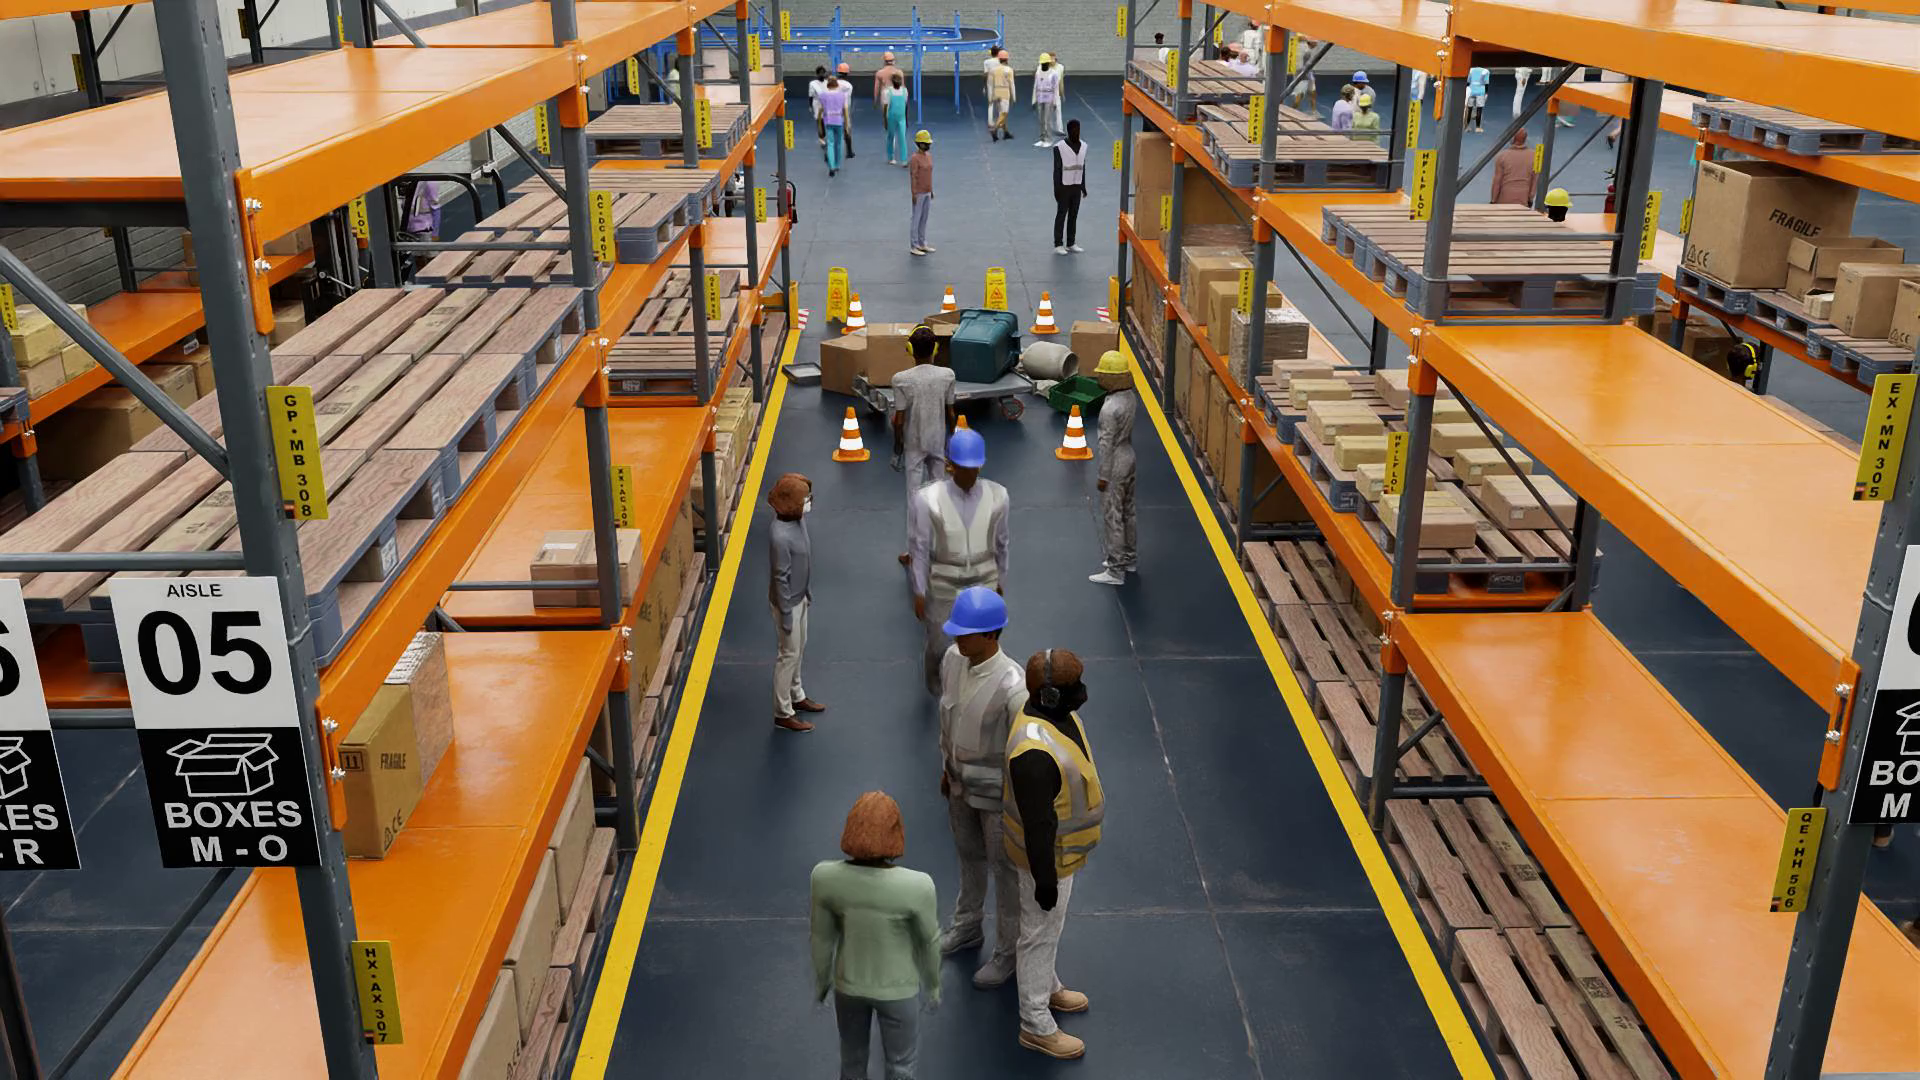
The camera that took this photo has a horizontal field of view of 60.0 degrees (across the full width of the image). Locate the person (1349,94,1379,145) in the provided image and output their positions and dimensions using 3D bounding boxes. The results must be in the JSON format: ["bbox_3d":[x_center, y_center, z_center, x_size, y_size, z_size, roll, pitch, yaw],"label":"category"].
[{"bbox_3d":[7.069,-6.950,29.154,0.530,1.744,0.707,7,22,19],"label":"person"}]

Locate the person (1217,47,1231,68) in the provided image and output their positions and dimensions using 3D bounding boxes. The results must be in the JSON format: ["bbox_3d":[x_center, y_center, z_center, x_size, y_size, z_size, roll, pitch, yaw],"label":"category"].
[{"bbox_3d":[5.764,-9.915,36.755,0.411,1.906,0.600,-7,22,-18],"label":"person"}]

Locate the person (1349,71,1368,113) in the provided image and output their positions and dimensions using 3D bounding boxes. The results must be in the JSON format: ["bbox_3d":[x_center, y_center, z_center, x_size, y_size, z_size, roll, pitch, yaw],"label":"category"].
[{"bbox_3d":[7.275,-7.644,30.687,0.402,1.949,0.605,8,22,21],"label":"person"}]

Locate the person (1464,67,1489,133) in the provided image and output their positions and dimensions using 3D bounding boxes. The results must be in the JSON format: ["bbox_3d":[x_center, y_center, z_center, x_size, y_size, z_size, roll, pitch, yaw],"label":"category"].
[{"bbox_3d":[11.565,-9.980,37.210,0.540,1.696,0.317,17,27,38],"label":"person"}]

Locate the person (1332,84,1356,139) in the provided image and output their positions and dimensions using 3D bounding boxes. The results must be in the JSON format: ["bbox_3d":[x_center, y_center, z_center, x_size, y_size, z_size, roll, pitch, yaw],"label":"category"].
[{"bbox_3d":[6.550,-6.833,28.558,0.354,1.936,0.635,-2,21,-5],"label":"person"}]

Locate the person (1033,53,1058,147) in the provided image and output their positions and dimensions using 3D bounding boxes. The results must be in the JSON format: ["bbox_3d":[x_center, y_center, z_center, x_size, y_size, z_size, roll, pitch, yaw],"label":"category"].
[{"bbox_3d":[1.782,-9.241,34.943,0.595,1.925,0.383,19,28,40],"label":"person"}]

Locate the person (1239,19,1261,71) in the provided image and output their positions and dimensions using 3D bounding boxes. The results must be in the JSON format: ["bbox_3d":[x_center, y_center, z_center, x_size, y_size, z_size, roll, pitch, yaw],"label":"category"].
[{"bbox_3d":[7.835,-13.097,45.054,0.752,1.985,0.908,18,27,39],"label":"person"}]

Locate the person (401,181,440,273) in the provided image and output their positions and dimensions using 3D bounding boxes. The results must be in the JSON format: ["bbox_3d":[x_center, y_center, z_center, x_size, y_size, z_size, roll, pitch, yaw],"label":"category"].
[{"bbox_3d":[-6.648,-3.832,20.478,0.605,2.045,0.378,12,24,30],"label":"person"}]

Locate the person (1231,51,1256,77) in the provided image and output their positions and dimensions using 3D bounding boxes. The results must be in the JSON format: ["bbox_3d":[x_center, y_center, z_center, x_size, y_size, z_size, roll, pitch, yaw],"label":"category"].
[{"bbox_3d":[6.057,-9.487,35.628,0.637,1.901,0.403,12,24,28],"label":"person"}]

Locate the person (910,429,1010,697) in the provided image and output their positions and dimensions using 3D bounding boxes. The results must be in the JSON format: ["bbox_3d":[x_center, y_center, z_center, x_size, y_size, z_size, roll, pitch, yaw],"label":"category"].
[{"bbox_3d":[-0.007,0.234,9.903,0.616,1.927,0.815,-4,21,-11],"label":"person"}]

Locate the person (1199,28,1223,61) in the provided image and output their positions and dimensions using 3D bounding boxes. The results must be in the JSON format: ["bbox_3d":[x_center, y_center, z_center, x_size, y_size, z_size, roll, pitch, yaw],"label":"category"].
[{"bbox_3d":[6.971,-13.463,45.939,0.689,2.000,0.538,13,24,31],"label":"person"}]

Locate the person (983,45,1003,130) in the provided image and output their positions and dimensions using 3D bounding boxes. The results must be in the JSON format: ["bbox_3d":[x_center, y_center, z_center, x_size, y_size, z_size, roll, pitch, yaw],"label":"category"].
[{"bbox_3d":[0.781,-10.258,37.708,0.532,1.868,0.310,-2,21,-5],"label":"person"}]

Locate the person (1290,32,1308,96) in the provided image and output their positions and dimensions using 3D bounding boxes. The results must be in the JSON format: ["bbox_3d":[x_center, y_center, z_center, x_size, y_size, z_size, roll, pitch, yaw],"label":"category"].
[{"bbox_3d":[9.111,-12.828,44.696,0.345,1.727,0.500,-10,23,-25],"label":"person"}]

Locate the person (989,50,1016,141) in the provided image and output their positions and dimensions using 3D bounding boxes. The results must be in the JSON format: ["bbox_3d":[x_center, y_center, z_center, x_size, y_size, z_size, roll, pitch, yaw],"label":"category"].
[{"bbox_3d":[0.868,-9.562,35.845,0.589,1.894,0.869,15,26,35],"label":"person"}]

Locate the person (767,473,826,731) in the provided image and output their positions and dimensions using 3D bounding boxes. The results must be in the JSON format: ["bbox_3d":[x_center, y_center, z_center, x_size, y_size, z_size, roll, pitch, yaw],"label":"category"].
[{"bbox_3d":[-0.996,0.367,9.966,0.294,1.623,0.507,2,21,6],"label":"person"}]

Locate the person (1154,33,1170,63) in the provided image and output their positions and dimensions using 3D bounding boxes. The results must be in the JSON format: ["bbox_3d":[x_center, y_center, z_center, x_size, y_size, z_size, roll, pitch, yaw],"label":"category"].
[{"bbox_3d":[4.789,-11.305,40.370,0.619,1.952,0.397,-6,22,-16],"label":"person"}]

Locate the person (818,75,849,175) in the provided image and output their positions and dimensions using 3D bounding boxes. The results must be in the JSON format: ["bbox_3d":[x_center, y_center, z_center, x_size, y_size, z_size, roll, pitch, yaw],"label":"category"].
[{"bbox_3d":[-2.387,-7.815,31.337,0.573,1.814,0.937,-2,21,-5],"label":"person"}]

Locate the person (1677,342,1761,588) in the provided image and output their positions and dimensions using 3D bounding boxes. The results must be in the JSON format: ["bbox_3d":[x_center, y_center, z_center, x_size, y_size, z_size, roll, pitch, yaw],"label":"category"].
[{"bbox_3d":[5.483,-0.504,11.923,0.319,1.870,0.532,-11,23,-26],"label":"person"}]

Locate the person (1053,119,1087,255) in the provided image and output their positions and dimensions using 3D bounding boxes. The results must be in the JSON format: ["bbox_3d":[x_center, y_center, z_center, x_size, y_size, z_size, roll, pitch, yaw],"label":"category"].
[{"bbox_3d":[1.578,-5.111,24.037,0.597,1.915,0.371,-16,26,-36],"label":"person"}]

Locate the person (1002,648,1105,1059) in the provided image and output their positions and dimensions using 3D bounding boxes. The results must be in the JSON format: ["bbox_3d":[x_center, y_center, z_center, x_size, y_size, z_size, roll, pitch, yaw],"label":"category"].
[{"bbox_3d":[0.401,1.320,7.139,0.429,1.847,0.627,3,21,8],"label":"person"}]

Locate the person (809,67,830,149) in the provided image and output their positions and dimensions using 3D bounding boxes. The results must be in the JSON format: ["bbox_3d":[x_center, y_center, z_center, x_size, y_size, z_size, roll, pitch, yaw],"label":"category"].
[{"bbox_3d":[-2.868,-9.050,34.807,0.549,1.642,0.858,-6,22,-16],"label":"person"}]

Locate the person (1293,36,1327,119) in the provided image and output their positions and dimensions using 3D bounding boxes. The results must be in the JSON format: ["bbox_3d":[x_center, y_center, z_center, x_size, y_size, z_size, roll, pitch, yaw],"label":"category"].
[{"bbox_3d":[8.303,-10.901,39.225,0.954,2.002,0.627,6,22,16],"label":"person"}]

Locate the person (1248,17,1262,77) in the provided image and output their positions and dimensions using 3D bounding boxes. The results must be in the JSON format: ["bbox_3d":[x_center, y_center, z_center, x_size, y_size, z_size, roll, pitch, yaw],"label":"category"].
[{"bbox_3d":[8.663,-14.572,49.127,0.830,1.859,0.593,19,28,41],"label":"person"}]

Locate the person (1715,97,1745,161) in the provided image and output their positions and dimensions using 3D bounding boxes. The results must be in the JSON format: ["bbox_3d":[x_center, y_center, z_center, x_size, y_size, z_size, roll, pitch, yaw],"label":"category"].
[{"bbox_3d":[13.411,-7.068,29.036,0.684,2.000,0.890,7,22,19],"label":"person"}]

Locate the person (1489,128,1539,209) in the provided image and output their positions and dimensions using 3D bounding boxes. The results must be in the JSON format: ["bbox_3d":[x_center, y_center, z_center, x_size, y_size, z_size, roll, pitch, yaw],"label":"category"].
[{"bbox_3d":[7.680,-4.770,23.141,0.644,1.913,0.408,-1,21,-3],"label":"person"}]

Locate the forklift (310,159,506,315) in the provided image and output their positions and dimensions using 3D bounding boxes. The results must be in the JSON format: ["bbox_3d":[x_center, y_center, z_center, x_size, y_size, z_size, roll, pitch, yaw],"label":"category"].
[{"bbox_3d":[-5.622,-2.910,17.832,2.313,2.155,1.214,-1,21,-1],"label":"forklift"}]

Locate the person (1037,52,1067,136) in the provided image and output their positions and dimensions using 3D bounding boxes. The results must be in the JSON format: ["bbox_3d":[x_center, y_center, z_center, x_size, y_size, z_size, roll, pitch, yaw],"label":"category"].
[{"bbox_3d":[2.007,-9.849,36.734,0.642,1.795,0.773,-2,21,-6],"label":"person"}]

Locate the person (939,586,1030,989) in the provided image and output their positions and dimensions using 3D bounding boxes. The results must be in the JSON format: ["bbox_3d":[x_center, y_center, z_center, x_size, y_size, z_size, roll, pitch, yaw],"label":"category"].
[{"bbox_3d":[0.108,1.110,7.547,0.404,1.948,0.605,-15,26,-35],"label":"person"}]

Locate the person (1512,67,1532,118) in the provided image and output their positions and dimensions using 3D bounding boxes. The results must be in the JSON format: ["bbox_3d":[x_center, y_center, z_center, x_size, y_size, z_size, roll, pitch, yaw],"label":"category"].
[{"bbox_3d":[13.493,-11.090,39.796,0.406,1.945,0.615,5,21,13],"label":"person"}]

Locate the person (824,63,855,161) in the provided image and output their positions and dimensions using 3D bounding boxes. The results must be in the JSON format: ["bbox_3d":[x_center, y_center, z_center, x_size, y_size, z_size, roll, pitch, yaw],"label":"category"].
[{"bbox_3d":[-2.396,-8.493,33.023,0.551,1.894,1.008,9,22,22],"label":"person"}]

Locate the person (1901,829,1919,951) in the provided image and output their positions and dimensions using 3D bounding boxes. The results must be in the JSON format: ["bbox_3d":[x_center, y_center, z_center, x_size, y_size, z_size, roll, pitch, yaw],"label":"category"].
[{"bbox_3d":[4.737,1.180,7.711,0.540,1.696,0.317,7,22,18],"label":"person"}]

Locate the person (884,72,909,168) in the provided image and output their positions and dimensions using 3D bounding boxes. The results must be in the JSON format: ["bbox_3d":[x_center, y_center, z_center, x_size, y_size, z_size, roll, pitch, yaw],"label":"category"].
[{"bbox_3d":[-1.231,-8.123,32.169,0.524,1.796,0.991,-7,22,-18],"label":"person"}]

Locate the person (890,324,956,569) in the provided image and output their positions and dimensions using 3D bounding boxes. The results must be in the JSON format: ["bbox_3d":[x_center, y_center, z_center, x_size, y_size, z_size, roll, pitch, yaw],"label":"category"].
[{"bbox_3d":[-0.271,-0.691,12.418,0.511,1.872,0.328,-8,22,-19],"label":"person"}]

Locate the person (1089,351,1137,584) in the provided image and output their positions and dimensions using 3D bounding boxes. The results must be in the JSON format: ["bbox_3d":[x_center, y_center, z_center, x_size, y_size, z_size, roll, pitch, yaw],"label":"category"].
[{"bbox_3d":[1.122,-0.538,12.207,0.336,1.735,0.484,9,23,23],"label":"person"}]

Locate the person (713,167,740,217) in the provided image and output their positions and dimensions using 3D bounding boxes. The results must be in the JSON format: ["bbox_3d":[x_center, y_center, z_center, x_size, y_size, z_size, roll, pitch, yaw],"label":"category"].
[{"bbox_3d":[-3.599,-5.656,25.446,0.362,1.939,0.542,19,28,40],"label":"person"}]

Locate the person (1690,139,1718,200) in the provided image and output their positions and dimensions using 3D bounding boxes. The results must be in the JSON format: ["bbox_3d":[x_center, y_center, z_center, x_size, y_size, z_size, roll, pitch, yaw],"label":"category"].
[{"bbox_3d":[11.662,-5.863,26.120,0.373,1.843,0.570,11,23,26],"label":"person"}]

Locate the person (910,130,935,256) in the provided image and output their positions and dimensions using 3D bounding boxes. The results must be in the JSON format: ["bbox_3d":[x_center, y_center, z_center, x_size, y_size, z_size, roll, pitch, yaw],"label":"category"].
[{"bbox_3d":[-0.529,-5.007,23.970,0.321,1.767,0.533,11,23,27],"label":"person"}]

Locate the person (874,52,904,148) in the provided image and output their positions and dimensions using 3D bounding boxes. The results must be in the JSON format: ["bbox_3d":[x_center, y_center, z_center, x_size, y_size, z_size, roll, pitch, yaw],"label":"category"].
[{"bbox_3d":[-1.478,-9.236,34.921,0.610,1.946,1.023,-7,22,-17],"label":"person"}]

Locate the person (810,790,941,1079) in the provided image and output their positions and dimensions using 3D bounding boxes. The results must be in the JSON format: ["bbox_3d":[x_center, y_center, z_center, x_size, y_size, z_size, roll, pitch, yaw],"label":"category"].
[{"bbox_3d":[-0.316,1.711,6.413,0.504,1.631,0.311,6,21,15],"label":"person"}]
